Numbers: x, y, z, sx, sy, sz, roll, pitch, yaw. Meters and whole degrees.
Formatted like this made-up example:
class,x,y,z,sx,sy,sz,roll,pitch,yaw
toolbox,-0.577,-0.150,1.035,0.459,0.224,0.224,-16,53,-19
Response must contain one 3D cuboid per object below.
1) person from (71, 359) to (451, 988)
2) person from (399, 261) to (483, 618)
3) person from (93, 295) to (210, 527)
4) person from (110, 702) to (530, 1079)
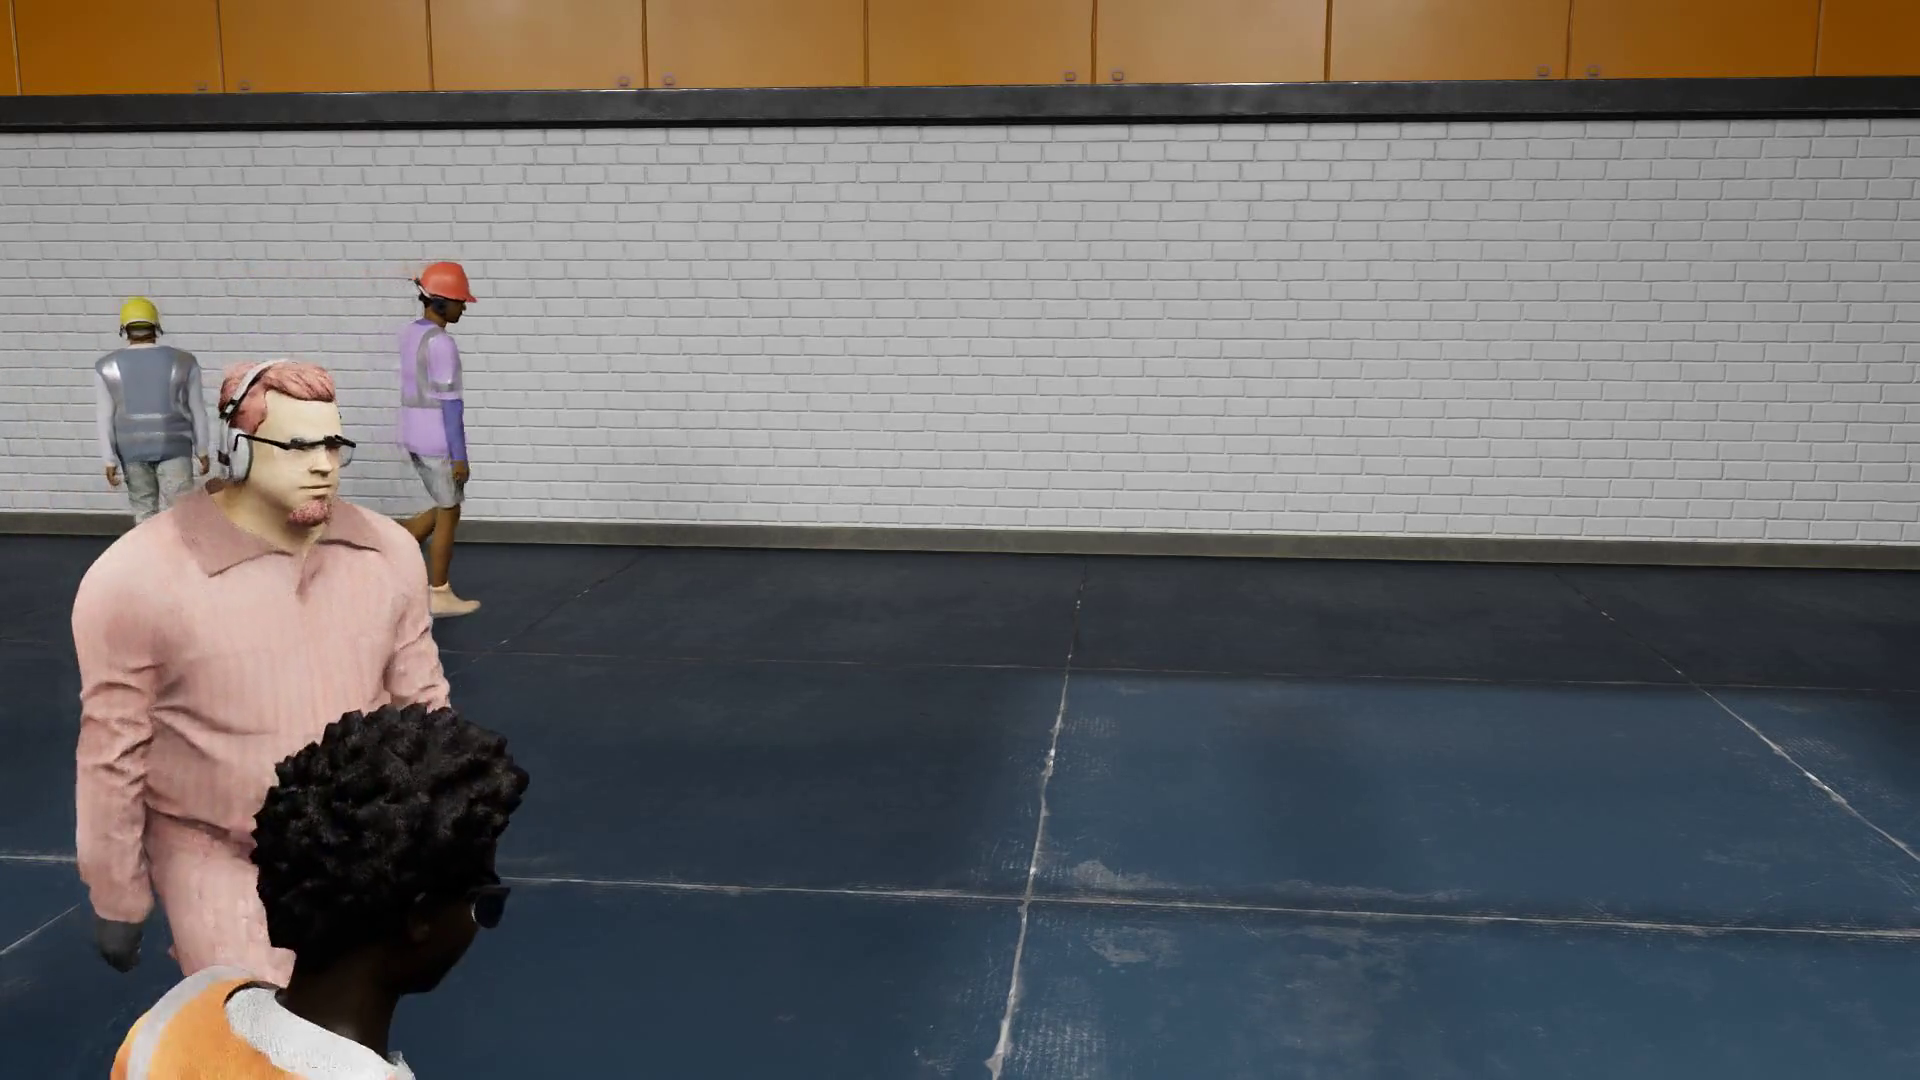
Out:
class,x,y,z,sx,sy,sz,roll,pitch,yaw
person,-1.210,0.607,3.091,0.725,1.877,0.645,7,12,35
person,-2.957,-0.539,9.297,0.559,2.014,0.620,-7,12,-35
person,-4.782,-0.543,9.871,0.599,1.813,0.751,-4,11,-21
person,-0.604,0.978,1.556,0.571,1.668,0.459,8,13,40
